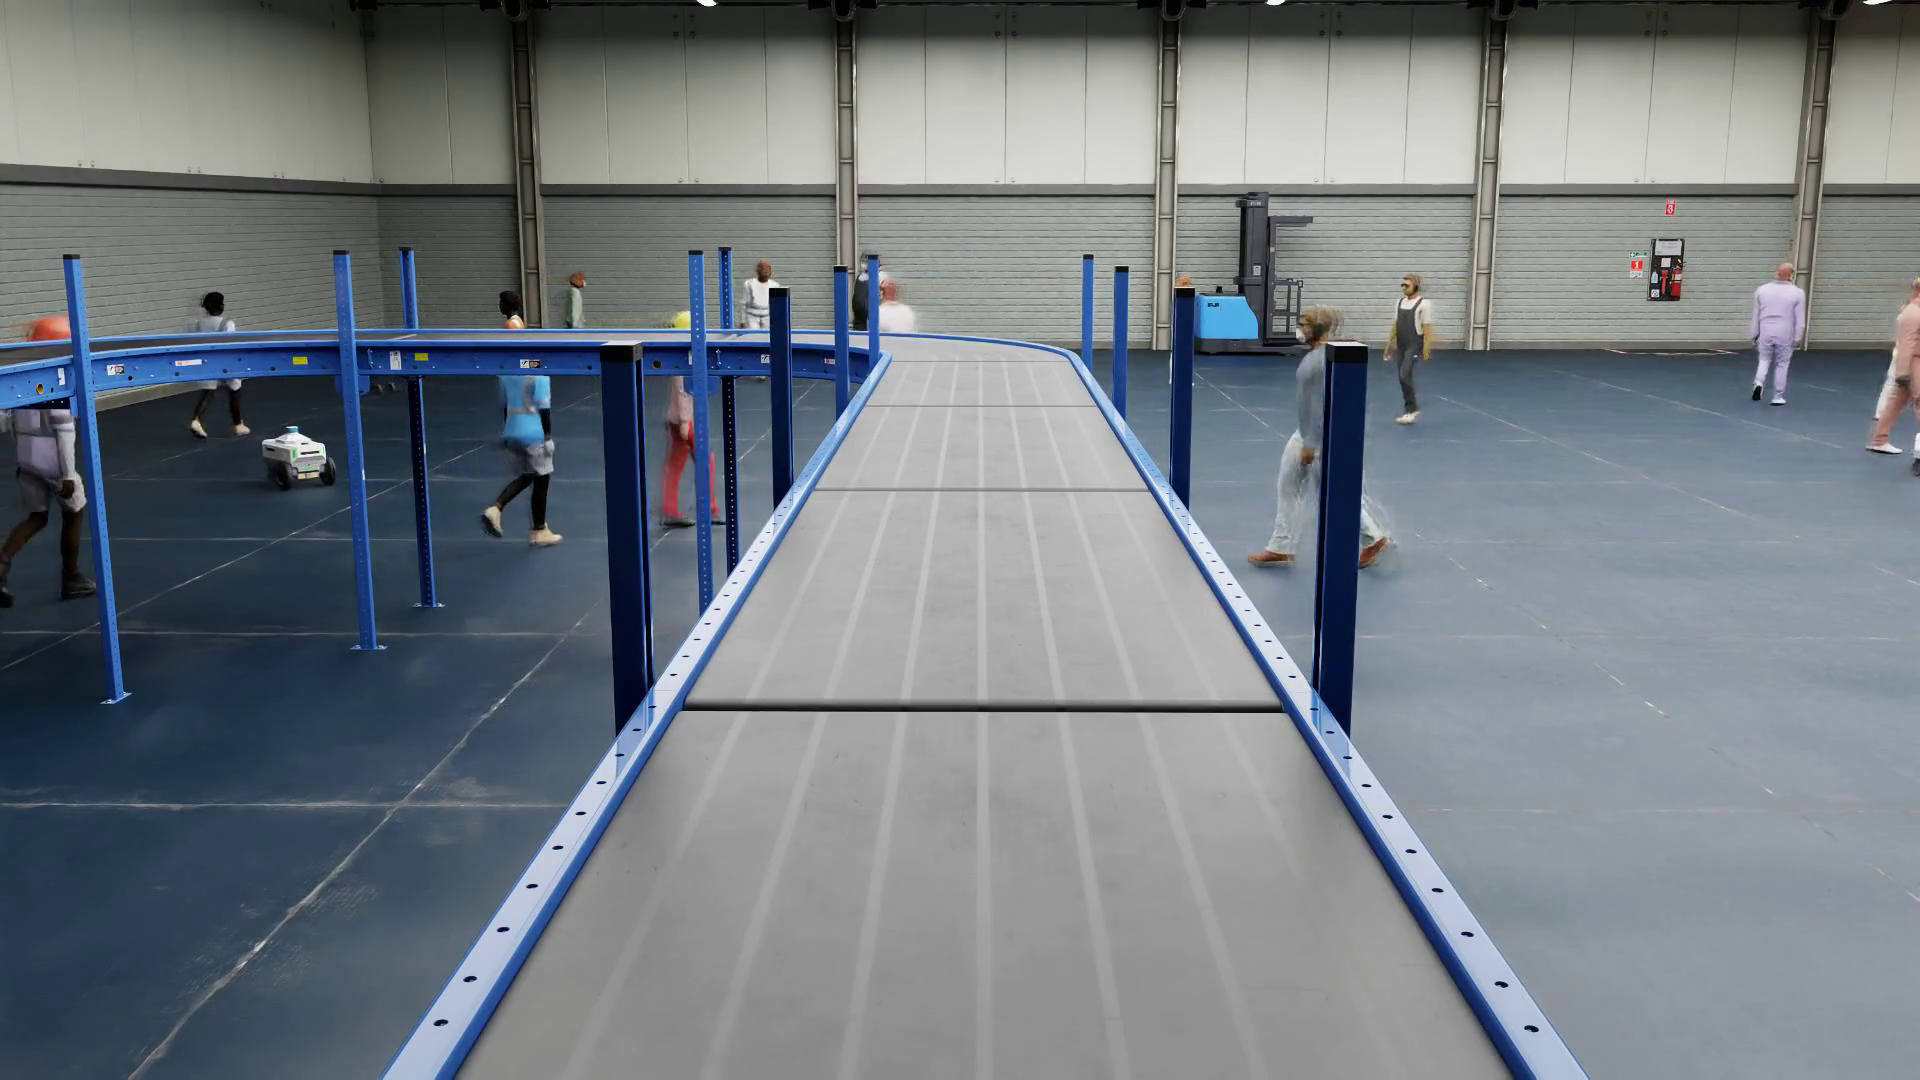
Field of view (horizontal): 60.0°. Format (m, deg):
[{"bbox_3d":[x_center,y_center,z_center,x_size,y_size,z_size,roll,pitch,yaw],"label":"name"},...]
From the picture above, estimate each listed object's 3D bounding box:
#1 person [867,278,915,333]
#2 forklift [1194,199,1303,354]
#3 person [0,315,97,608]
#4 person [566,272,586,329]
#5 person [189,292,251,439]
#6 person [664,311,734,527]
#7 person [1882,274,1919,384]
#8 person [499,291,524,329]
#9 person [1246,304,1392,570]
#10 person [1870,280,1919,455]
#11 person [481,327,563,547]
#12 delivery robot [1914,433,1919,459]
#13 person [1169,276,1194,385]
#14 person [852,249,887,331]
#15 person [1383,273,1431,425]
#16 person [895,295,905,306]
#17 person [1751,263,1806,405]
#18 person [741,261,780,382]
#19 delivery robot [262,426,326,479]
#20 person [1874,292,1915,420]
[{"bbox_3d":[-0.741,-1.708,16.893,0.452,1.895,0.648,7,13,32],"label":"person"},{"bbox_3d":[5.313,-4.851,30.603,1.873,2.768,1.129,0,11,1],"label":"forklift"},{"bbox_3d":[-5.905,-0.497,10.664,0.590,1.883,0.815,5,12,23],"label":"person"},{"bbox_3d":[-6.211,-3.555,27.082,0.593,1.603,0.537,-3,11,-14],"label":"person"},{"bbox_3d":[-8.478,-1.985,18.902,0.537,1.668,0.817,3,11,13],"label":"person"},{"bbox_3d":[-2.099,-0.969,13.450,0.719,1.741,0.546,-2,11,-12],"label":"person"},{"bbox_3d":[13.774,-3.009,23.954,0.861,1.726,0.552,3,11,14],"label":"person"},{"bbox_3d":[-4.929,-1.905,18.402,0.317,1.695,0.540,-2,11,-9],"label":"person"},{"bbox_3d":[2.603,-0.727,11.840,0.967,1.904,0.631,0,11,-2],"label":"person"},{"bbox_3d":[10.145,-1.803,17.463,0.965,1.863,0.646,7,13,31],"label":"person"},{"bbox_3d":[-3.329,-0.769,12.610,0.540,1.685,0.516,9,14,40],"label":"person"},{"bbox_3d":[9.509,-0.883,15.962,0.477,0.478,0.707,0,11,-1],"label":"delivery robot"},{"bbox_3d":[3.305,-3.118,24.794,0.271,1.632,0.503,-4,12,-18],"label":"person"},{"bbox_3d":[-1.423,-3.742,27.066,0.689,2.000,0.996,11,15,44],"label":"person"},{"bbox_3d":[5.395,-2.309,20.147,0.499,1.828,0.518,-5,12,-25],"label":"person"},{"bbox_3d":[-0.992,-2.719,22.818,0.520,1.606,0.670,-1,11,-3],"label":"person"},{"bbox_3d":[10.937,-2.749,22.244,0.665,1.889,0.473,10,15,43],"label":"person"},{"bbox_3d":[-3.026,-3.332,25.402,0.592,1.821,0.912,-3,11,-14],"label":"person"},{"bbox_3d":[-6.282,-0.827,15.675,0.707,0.478,0.477,11,15,43],"label":"delivery robot"},{"bbox_3d":[11.695,-2.242,20.404,0.889,1.589,0.526,-2,11,-10],"label":"person"}]
